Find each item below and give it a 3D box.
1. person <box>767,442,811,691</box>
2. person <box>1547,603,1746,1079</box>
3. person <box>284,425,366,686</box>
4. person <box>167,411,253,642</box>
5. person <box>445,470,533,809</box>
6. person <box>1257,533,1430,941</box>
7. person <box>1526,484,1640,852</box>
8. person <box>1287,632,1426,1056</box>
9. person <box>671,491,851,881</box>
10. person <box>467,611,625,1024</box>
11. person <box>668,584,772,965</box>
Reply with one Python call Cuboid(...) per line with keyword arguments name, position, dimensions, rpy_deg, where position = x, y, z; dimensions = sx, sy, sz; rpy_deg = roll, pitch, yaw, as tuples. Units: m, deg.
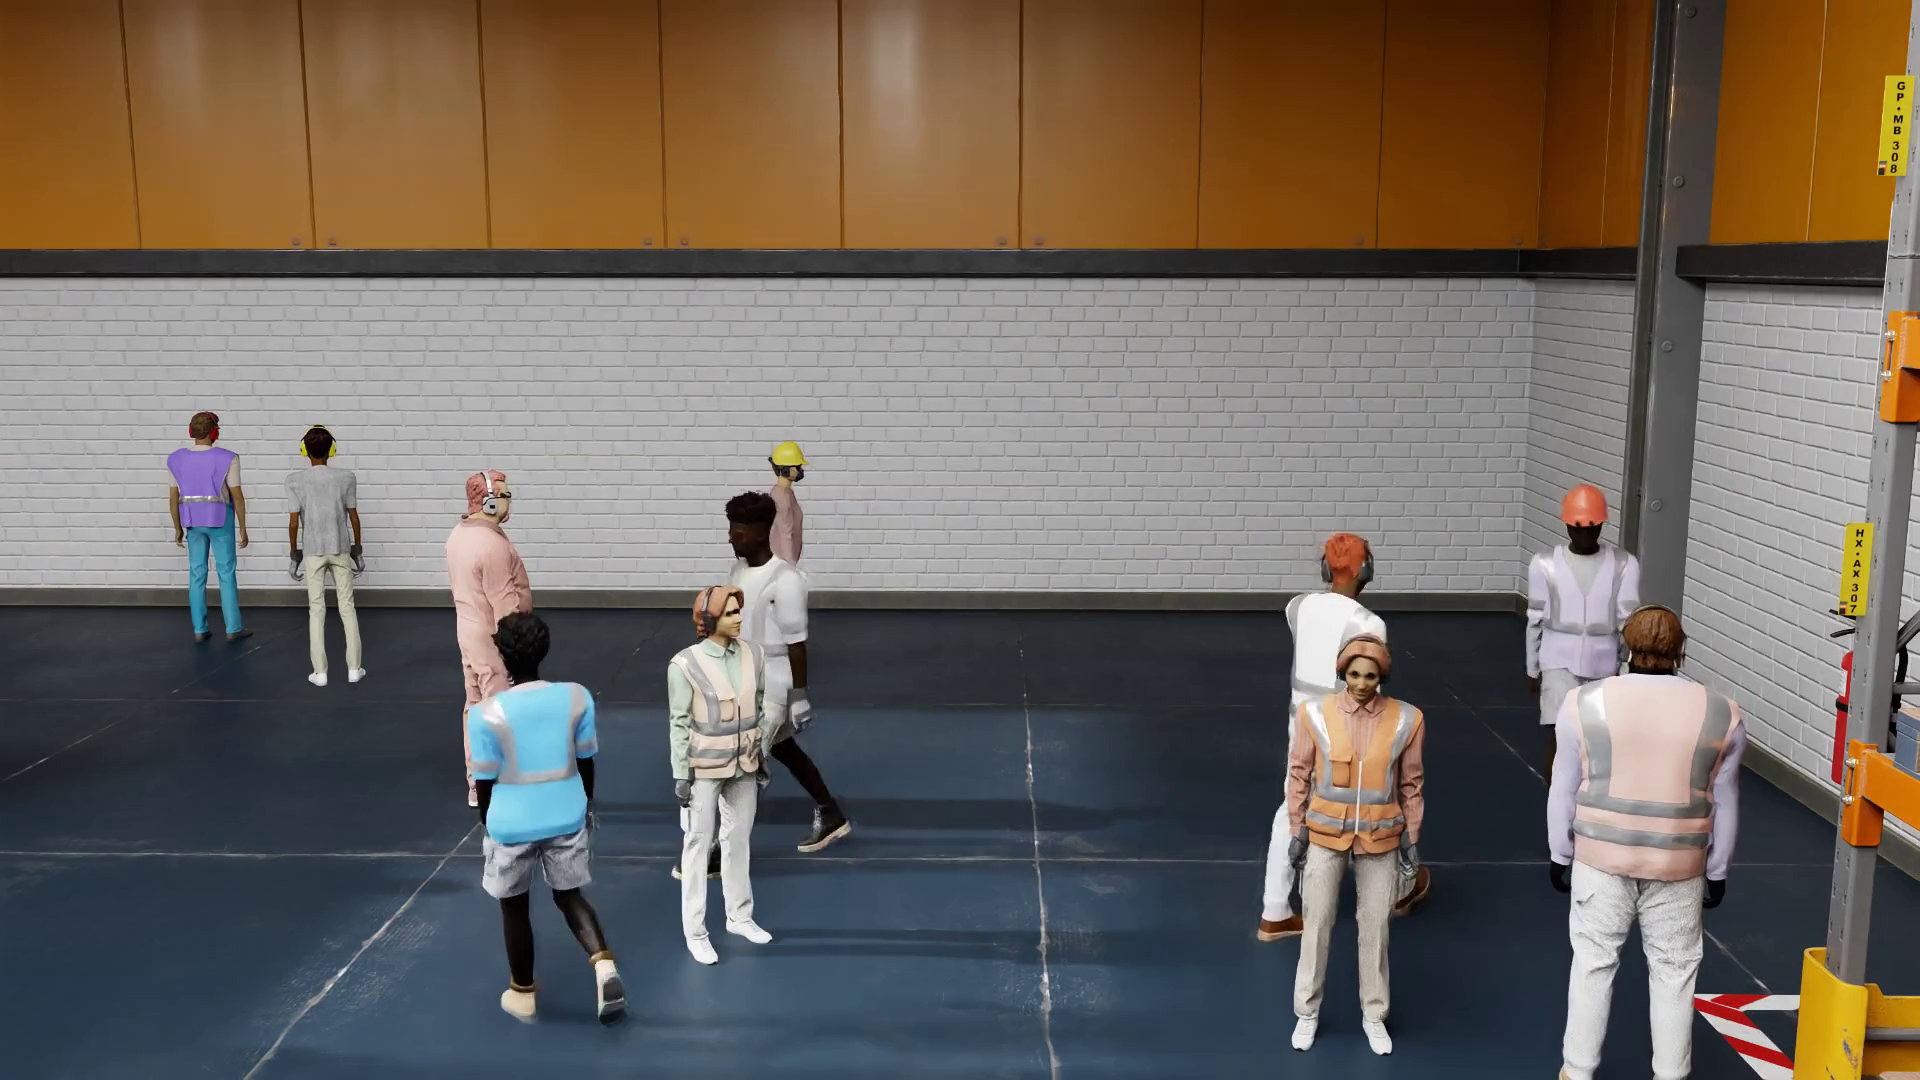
Cuboid(name="person", position=(-1.225, 0.183, 11.794), dimensions=(0.329, 1.769, 0.526), rpy_deg=(-2, 10, -10))
Cuboid(name="person", position=(2.413, 1.133, 5.920), dimensions=(0.628, 1.836, 0.429), rpy_deg=(3, 10, 17))
Cuboid(name="person", position=(-4.543, 0.116, 11.922), dimensions=(0.519, 1.862, 0.326), rpy_deg=(-4, 10, -24))
Cuboid(name="person", position=(-5.977, -0.098, 13.241), dimensions=(0.572, 1.843, 0.373), rpy_deg=(0, 9, -3))
Cuboid(name="person", position=(-2.525, 0.571, 9.054), dimensions=(0.410, 1.908, 0.643), rpy_deg=(-7, 12, -38))
Cuboid(name="person", position=(1.737, 0.870, 7.516), dimensions=(0.983, 1.823, 0.563), rpy_deg=(-7, 12, -38))
Cuboid(name="person", position=(3.247, 0.626, 8.748), dimensions=(0.549, 1.907, 0.837), rpy_deg=(2, 10, 14))
Cuboid(name="person", position=(1.506, 1.154, 6.363), dimensions=(0.514, 1.640, 0.310), rpy_deg=(1, 10, 8))
Cuboid(name="person", position=(-0.969, 0.695, 8.308), dimensions=(1.015, 1.915, 0.620), rpy_deg=(-6, 11, -31))
Cuboid(name="person", position=(-1.612, 1.118, 6.481), dimensions=(0.532, 1.677, 0.614), rpy_deg=(-7, 12, -35))
Cuboid(name="person", position=(-1.044, 1.001, 7.258), dimensions=(0.306, 1.645, 0.522), rpy_deg=(9, 13, 43))
